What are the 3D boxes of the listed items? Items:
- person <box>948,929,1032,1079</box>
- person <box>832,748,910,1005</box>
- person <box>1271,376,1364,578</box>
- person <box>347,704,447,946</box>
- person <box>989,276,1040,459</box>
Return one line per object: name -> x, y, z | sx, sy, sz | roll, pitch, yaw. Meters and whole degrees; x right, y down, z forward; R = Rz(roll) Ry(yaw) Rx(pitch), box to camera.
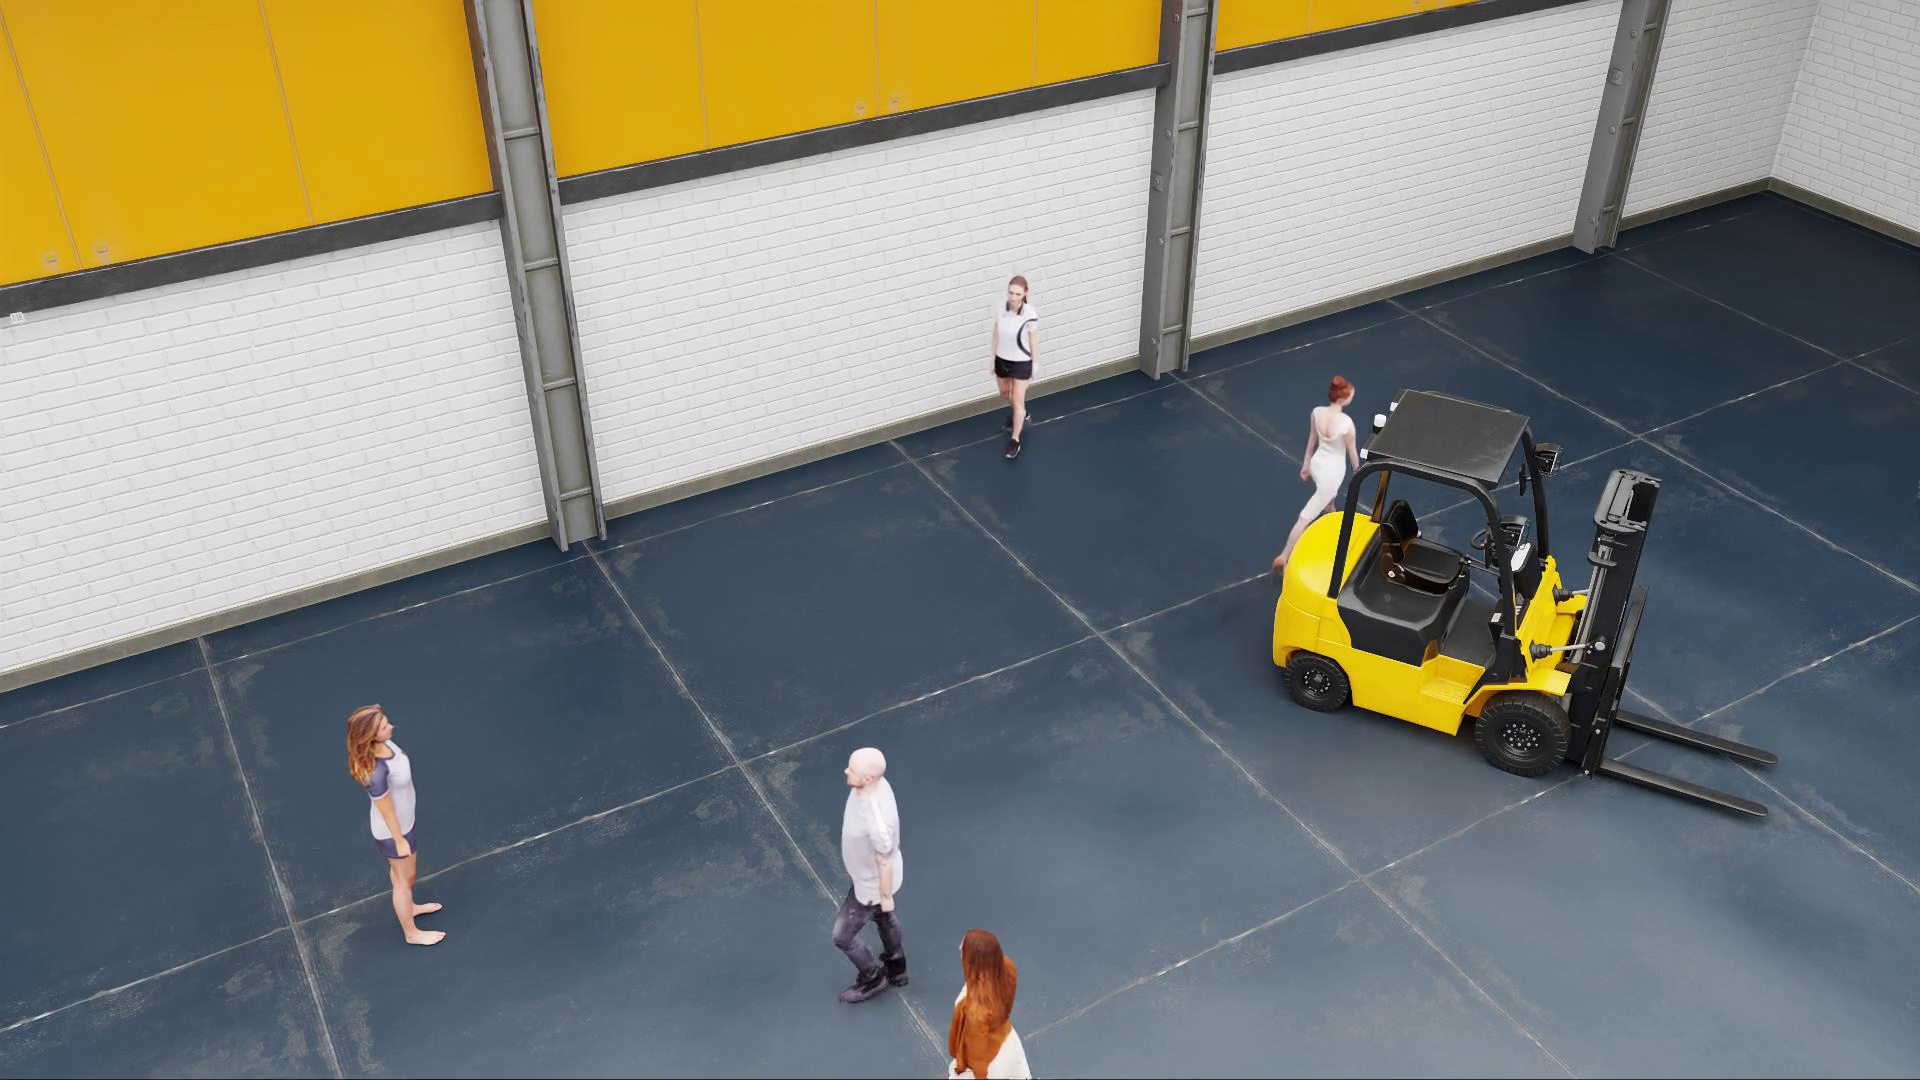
person -> 0.237, 2.632, 8.391 | 1.048, 1.692, 1.107 | 17, 37, 23
person -> -0.401, 1.891, 9.395 | 0.809, 1.815, 0.781 | -3, 34, -4
person -> 2.755, -0.426, 12.945 | 1.119, 1.744, 0.595 | -20, 38, -27
person -> -3.348, 1.666, 9.809 | 0.612, 1.732, 0.638 | -10, 35, -14
person -> 0.495, -1.583, 14.704 | 0.856, 1.723, 0.984 | 18, 38, 25
